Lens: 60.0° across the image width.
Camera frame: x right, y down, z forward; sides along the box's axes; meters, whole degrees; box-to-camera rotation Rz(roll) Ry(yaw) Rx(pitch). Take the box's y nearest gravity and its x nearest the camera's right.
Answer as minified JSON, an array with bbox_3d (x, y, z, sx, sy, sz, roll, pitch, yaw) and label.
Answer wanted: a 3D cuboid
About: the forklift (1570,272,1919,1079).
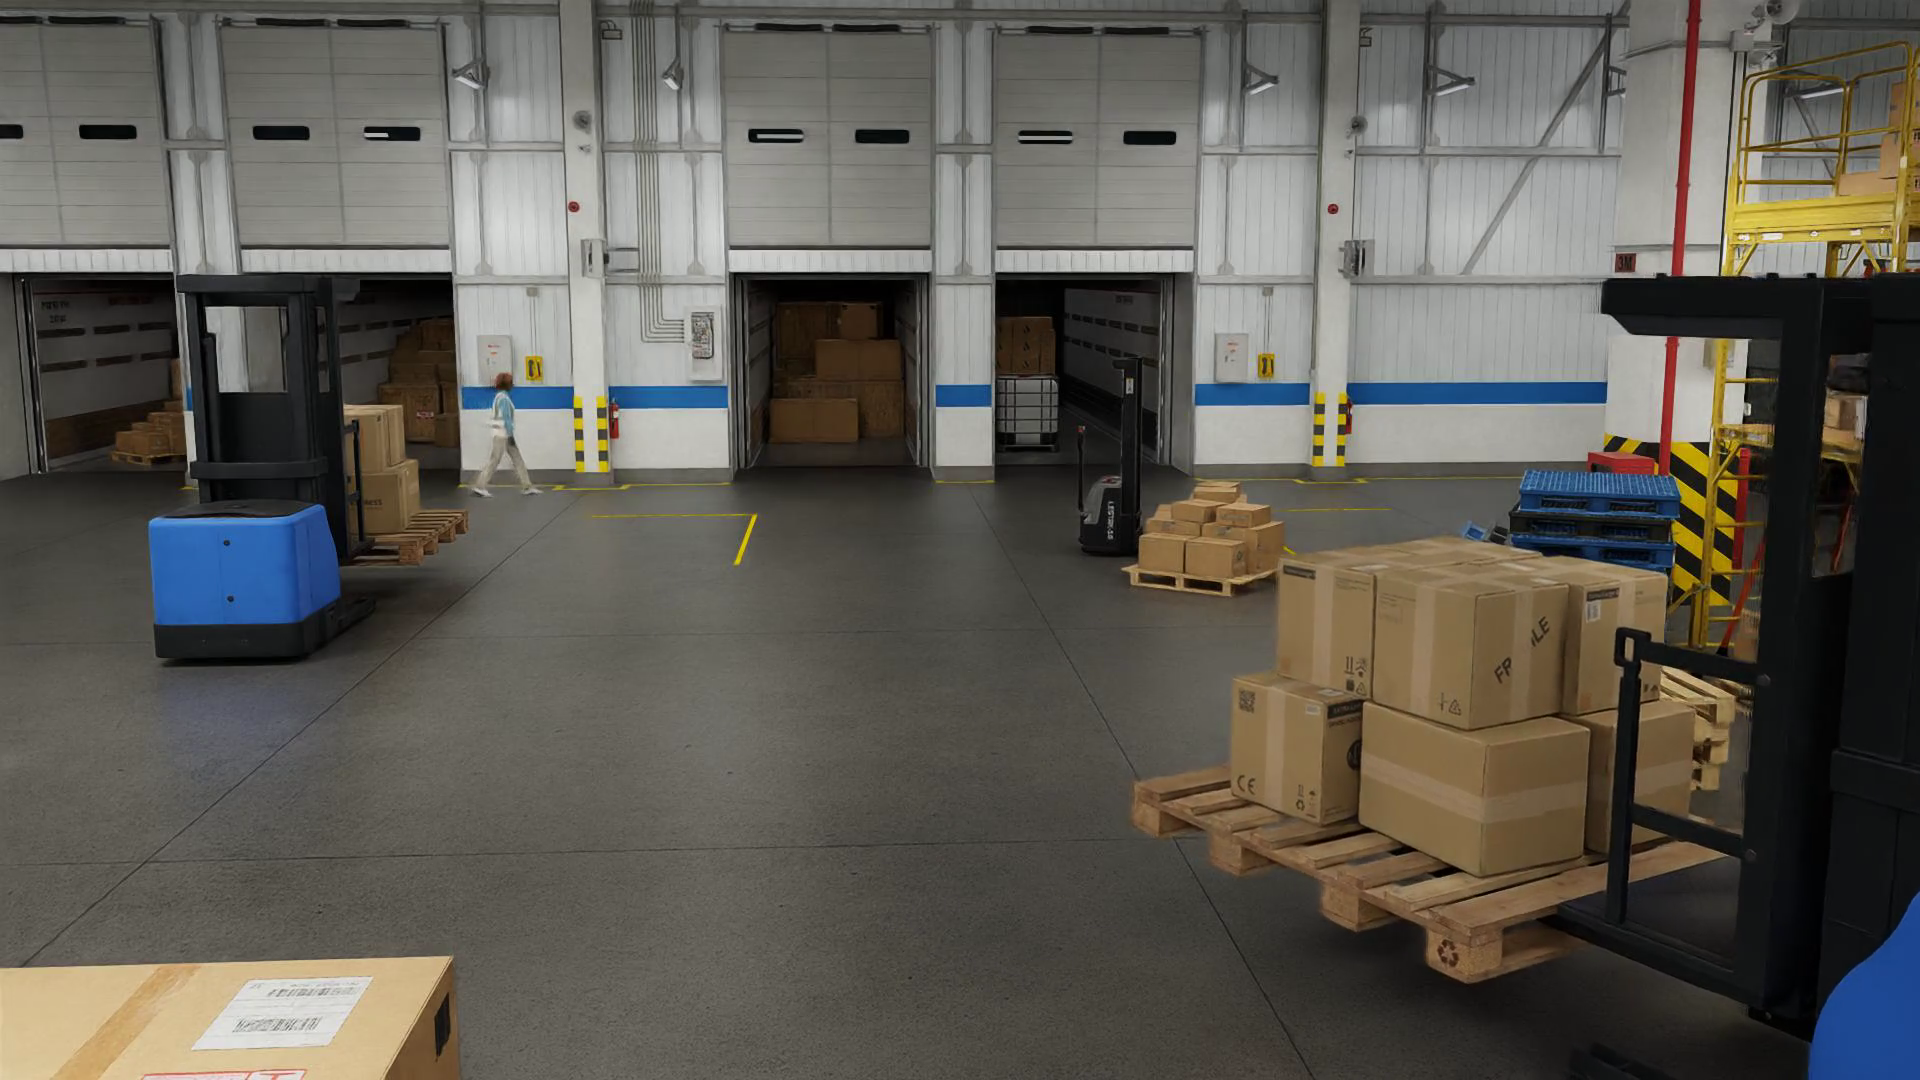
[{"bbox_3d":[3.064,0.595,5.013,1.129,2.768,1.873,-5,11,-30],"label":"forklift"}]

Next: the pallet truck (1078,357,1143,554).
[{"bbox_3d":[2.088,-0.836,16.757,1.885,1.965,0.823,2,9,13],"label":"pallet truck"}]

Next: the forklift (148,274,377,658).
[{"bbox_3d":[-5.348,-0.627,12.681,1.129,2.768,1.873,-1,9,-4],"label":"forklift"}]

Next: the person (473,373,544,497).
[{"bbox_3d":[-5.806,-1.333,21.145,0.870,1.594,0.534,-2,9,-12],"label":"person"}]
